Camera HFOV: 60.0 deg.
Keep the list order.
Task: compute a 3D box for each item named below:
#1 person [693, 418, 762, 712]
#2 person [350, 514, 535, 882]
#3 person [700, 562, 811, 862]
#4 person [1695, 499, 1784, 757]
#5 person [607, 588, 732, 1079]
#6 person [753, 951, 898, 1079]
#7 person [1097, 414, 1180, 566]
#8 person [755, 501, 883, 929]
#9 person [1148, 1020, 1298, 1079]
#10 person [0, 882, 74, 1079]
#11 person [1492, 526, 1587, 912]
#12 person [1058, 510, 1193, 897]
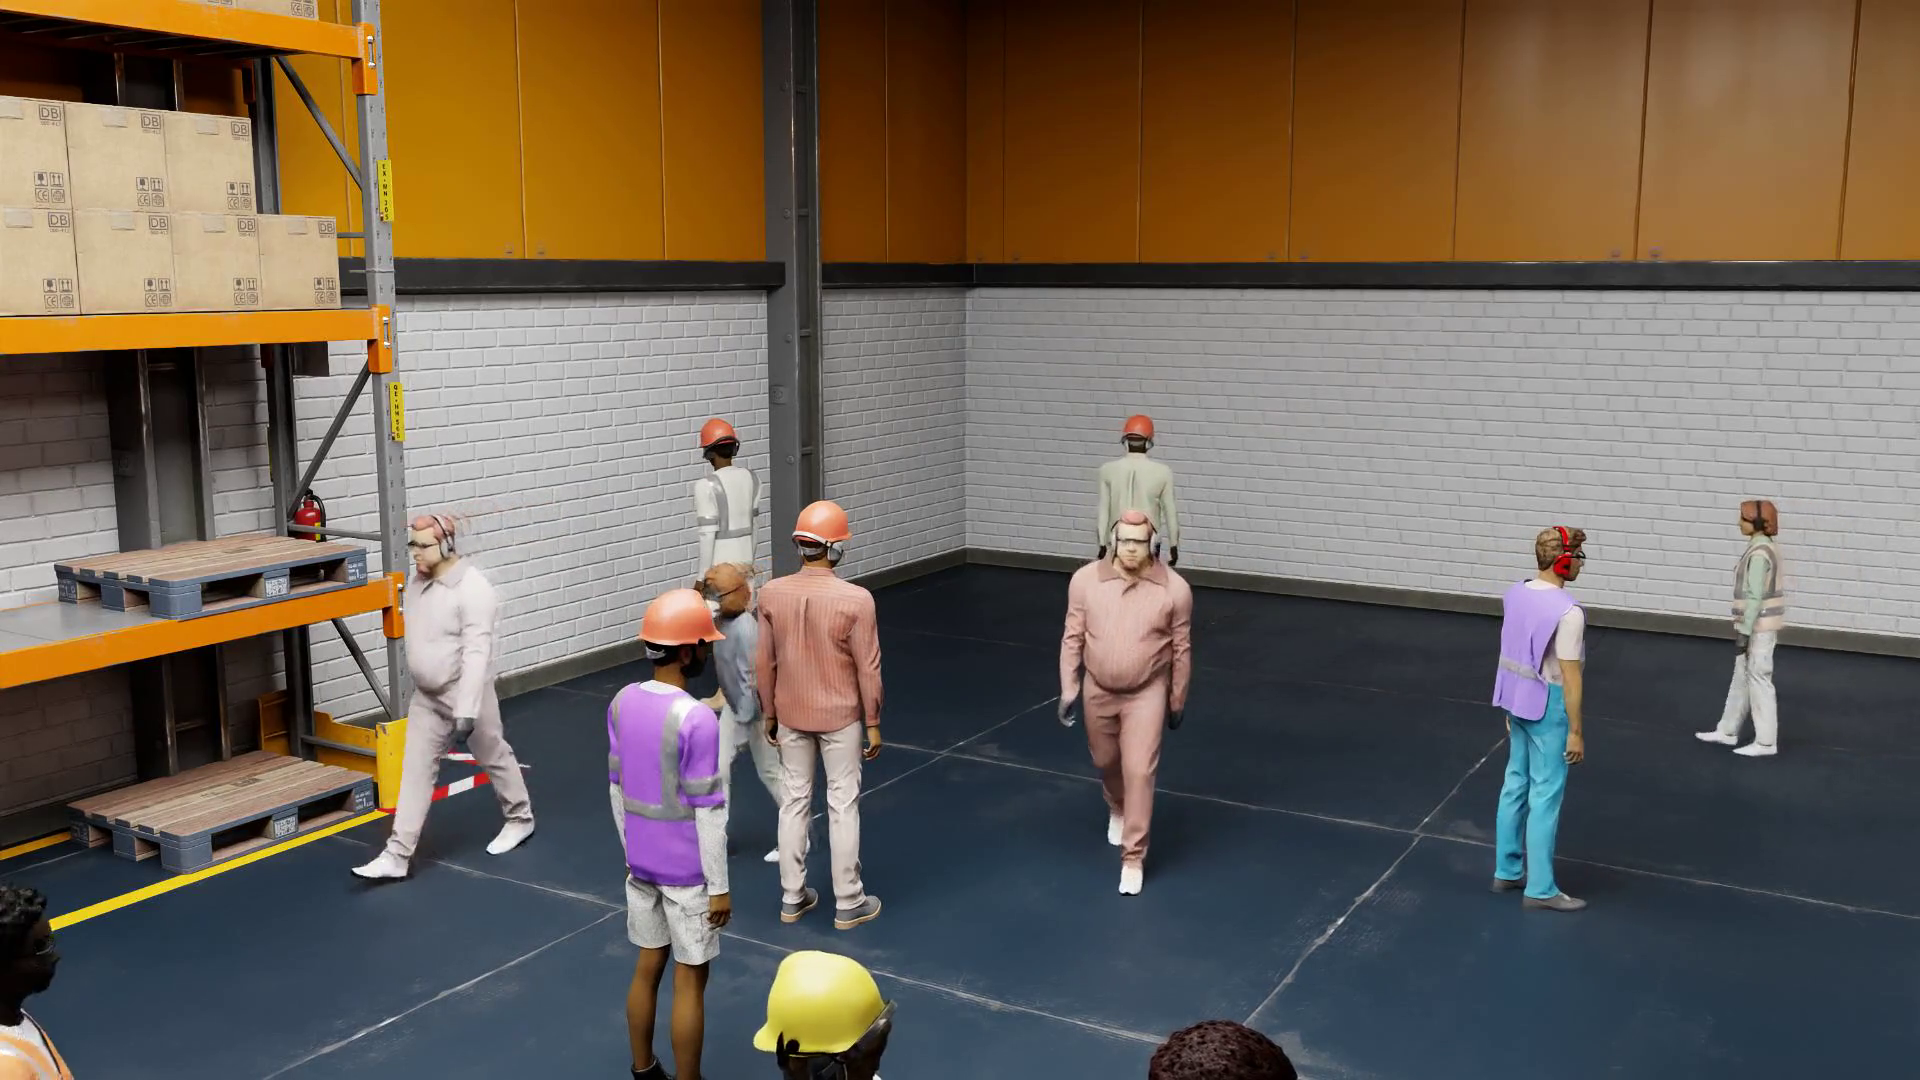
[{"bbox_3d":[-1.633,0.178,11.519,0.394,2.038,0.605,6,11,33],"label":"person"},{"bbox_3d":[-2.579,0.777,8.398,0.650,1.842,1.075,6,11,34],"label":"person"},{"bbox_3d":[-1.118,0.892,8.419,0.804,1.594,0.521,-5,11,-30],"label":"person"},{"bbox_3d":[4.961,0.552,10.469,0.414,1.633,0.524,4,10,26],"label":"person"},{"bbox_3d":[-0.992,1.129,5.899,0.550,1.935,0.375,8,12,42],"label":"person"},{"bbox_3d":[-0.221,1.643,3.244,0.337,1.761,0.526,-1,9,-6],"label":"person"},{"bbox_3d":[1.371,0.000,12.906,0.634,1.956,0.996,3,10,20],"label":"person"},{"bbox_3d":[-0.639,0.808,7.720,0.623,1.993,0.385,4,10,21],"label":"person"},{"bbox_3d":[0.356,1.665,2.607,0.384,1.918,0.596,-1,9,-6],"label":"person"},{"bbox_3d":[-2.230,1.601,3.810,0.856,1.663,0.528,-4,10,-24],"label":"person"},{"bbox_3d":[2.768,0.844,7.958,0.372,1.843,0.570,-2,9,-14],"label":"person"},{"bbox_3d":[0.848,0.755,8.464,0.640,1.867,0.950,3,10,17],"label":"person"}]
